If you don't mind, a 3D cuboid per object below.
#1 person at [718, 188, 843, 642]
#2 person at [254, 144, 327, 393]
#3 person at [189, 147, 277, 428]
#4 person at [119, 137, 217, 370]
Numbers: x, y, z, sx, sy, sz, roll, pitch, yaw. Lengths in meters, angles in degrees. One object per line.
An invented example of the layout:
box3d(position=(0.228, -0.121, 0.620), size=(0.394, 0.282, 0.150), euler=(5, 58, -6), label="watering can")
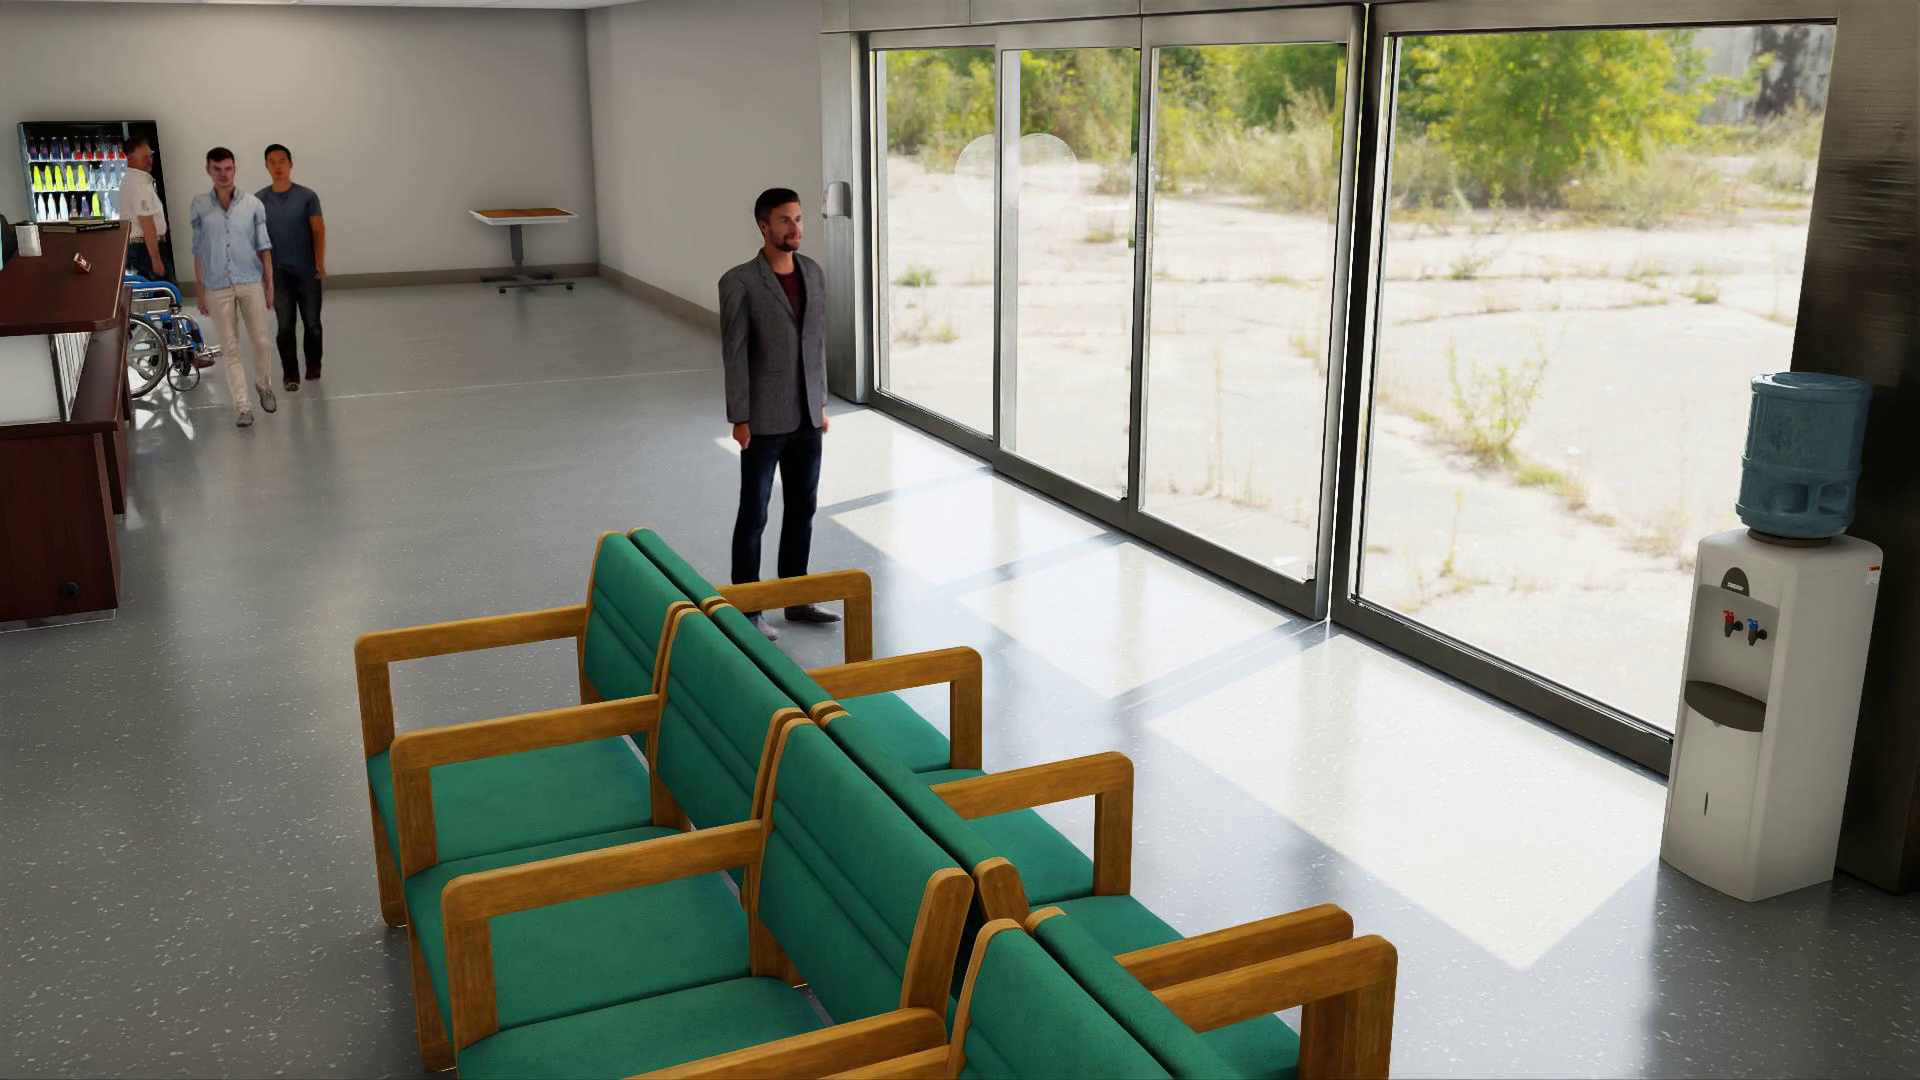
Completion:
box3d(position=(-0.755, -0.525, 6.940), size=(0.664, 1.873, 0.816), euler=(-15, 21, -42), label="person")
box3d(position=(-4.945, -2.005, 12.383), size=(1.114, 1.769, 0.821), euler=(-5, 16, -17), label="person")
box3d(position=(-4.866, -1.700, 11.176), size=(0.676, 1.836, 0.744), euler=(-5, 17, -18), label="person")
box3d(position=(-6.435, -2.197, 12.977), size=(1.097, 1.815, 0.713), euler=(-8, 18, -28), label="person")
